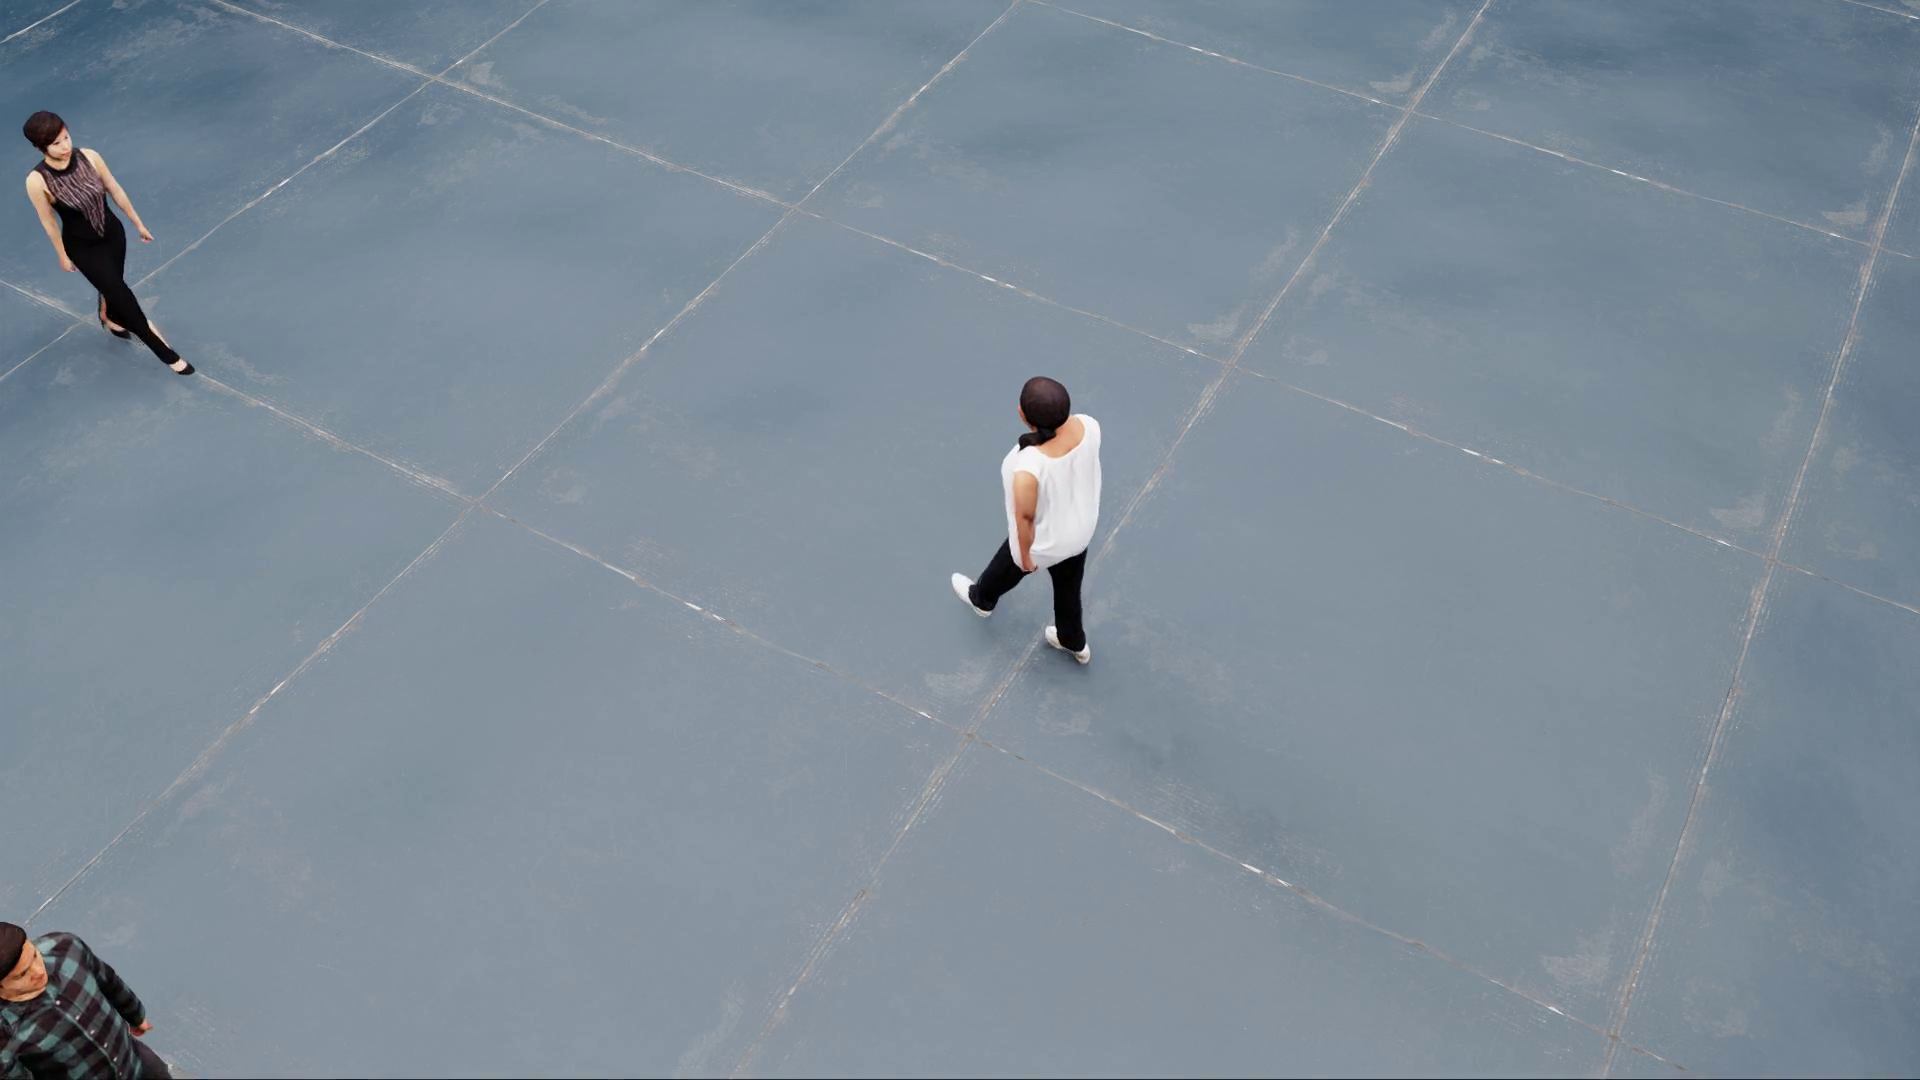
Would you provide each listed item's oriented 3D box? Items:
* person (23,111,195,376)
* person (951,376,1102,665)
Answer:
[{"bbox_3d":[-4.719,-1.624,9.010,1.022,1.554,0.590,23,51,20],"label":"person"},{"bbox_3d":[0.439,-0.036,7.472,0.872,1.658,1.092,-31,54,-25],"label":"person"}]
